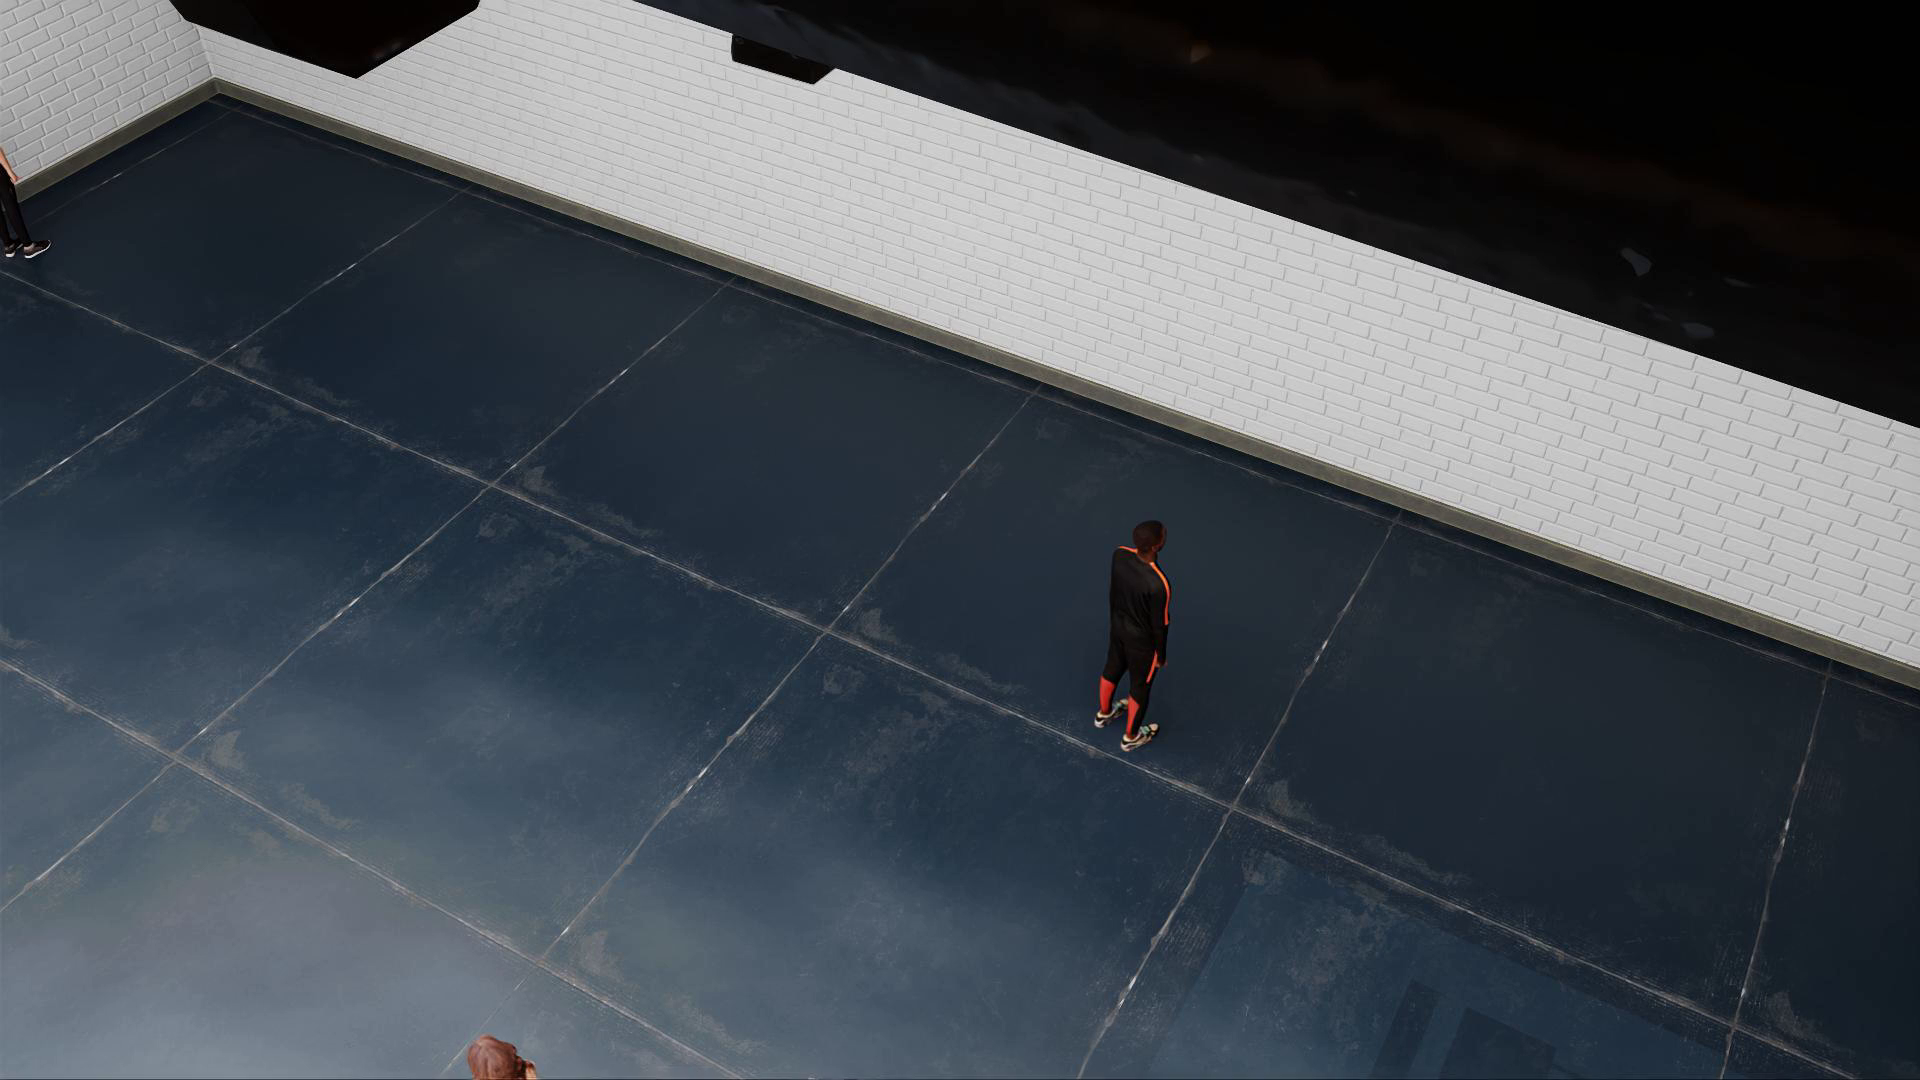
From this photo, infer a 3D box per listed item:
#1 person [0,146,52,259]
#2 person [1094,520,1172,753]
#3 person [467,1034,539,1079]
[{"bbox_3d":[-8.276,-3.157,14.147,0.628,1.641,0.599,8,44,8],"label":"person"},{"bbox_3d":[1.061,0.562,10.122,0.647,1.806,0.685,-31,52,-28],"label":"person"},{"bbox_3d":[-2.030,2.842,7.774,0.645,1.745,0.455,25,49,24],"label":"person"}]
